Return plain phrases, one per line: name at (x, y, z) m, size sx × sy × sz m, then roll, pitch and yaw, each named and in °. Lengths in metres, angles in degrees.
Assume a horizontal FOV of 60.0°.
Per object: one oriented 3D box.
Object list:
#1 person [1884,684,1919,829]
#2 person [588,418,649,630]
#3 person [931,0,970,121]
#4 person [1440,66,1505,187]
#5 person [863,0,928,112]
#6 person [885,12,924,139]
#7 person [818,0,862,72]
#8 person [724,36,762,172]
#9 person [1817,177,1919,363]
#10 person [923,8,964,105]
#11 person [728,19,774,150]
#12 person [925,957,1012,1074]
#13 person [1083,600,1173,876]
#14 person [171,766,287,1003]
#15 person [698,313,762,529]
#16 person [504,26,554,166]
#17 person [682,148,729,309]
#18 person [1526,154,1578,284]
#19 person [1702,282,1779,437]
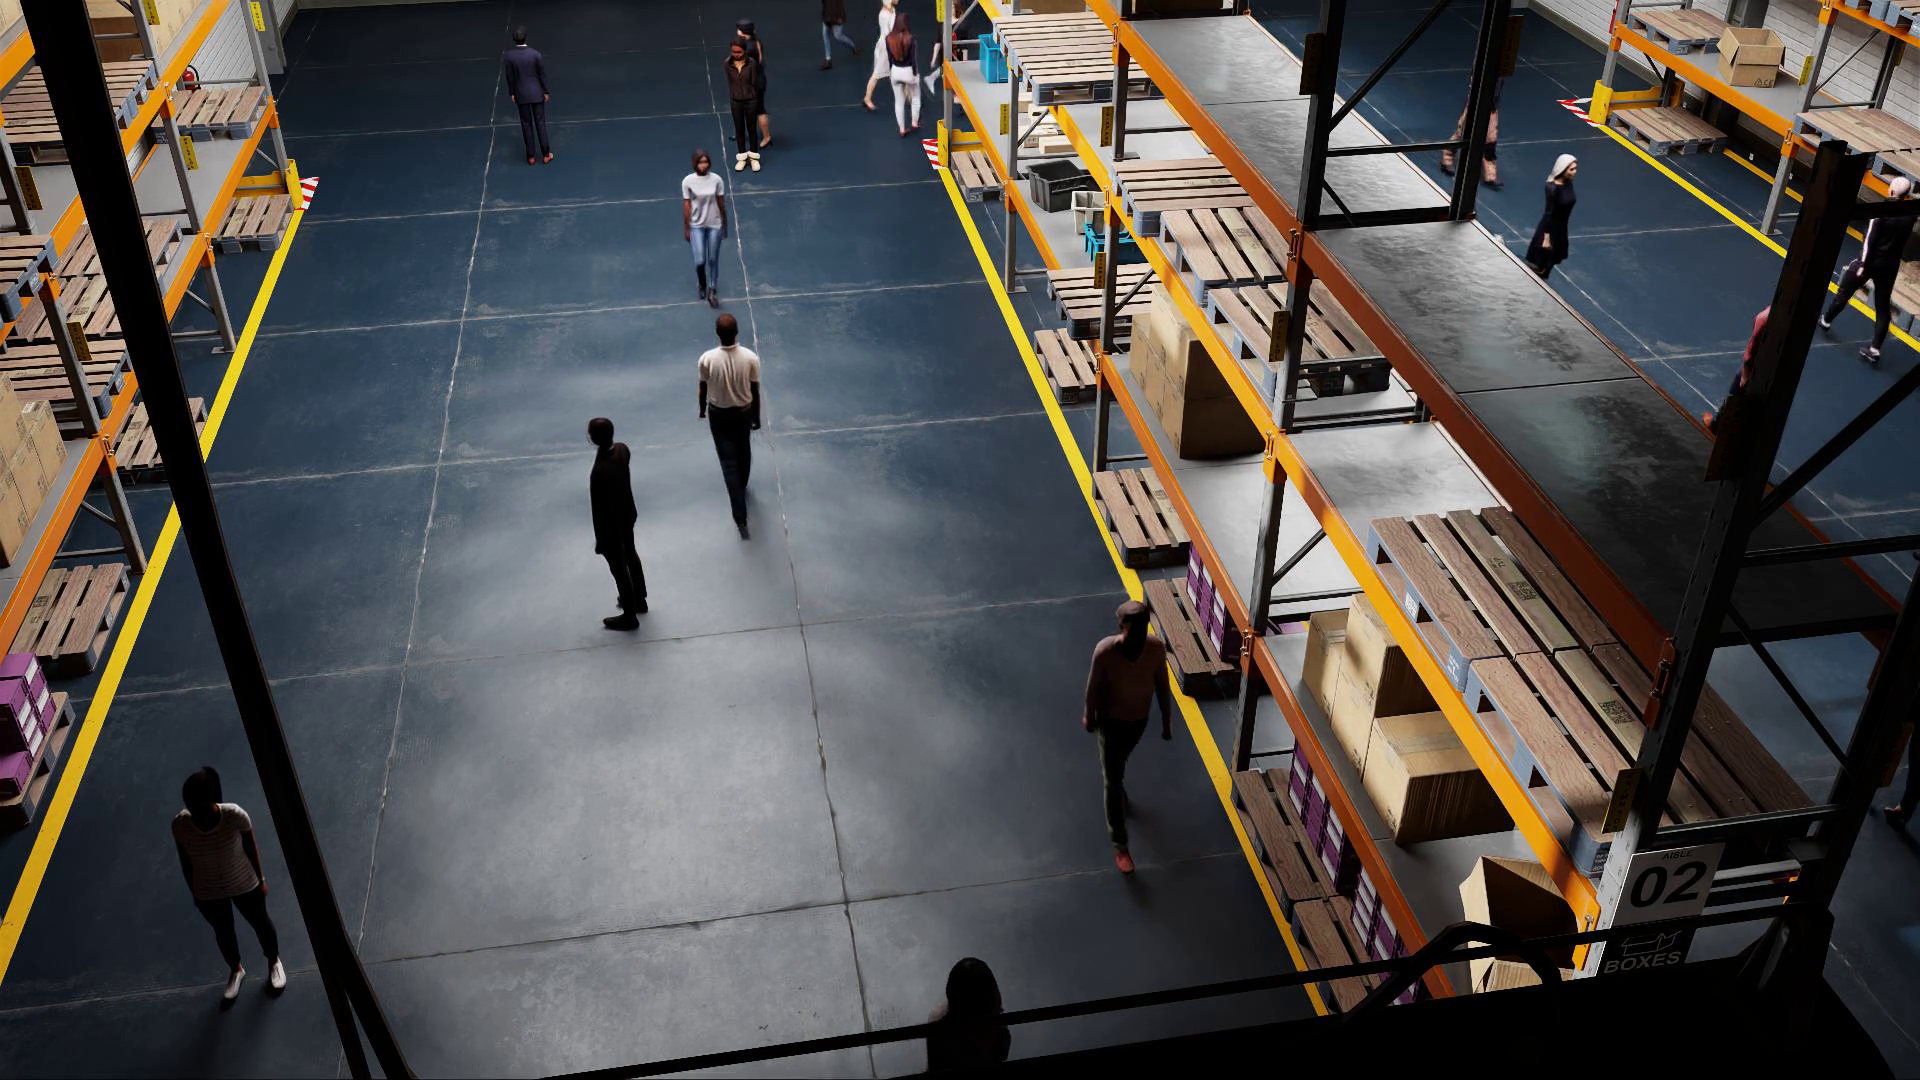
person at (6.264, 1.151, 10.733) m, size 0.591 × 1.716 × 0.756 m, roll -7°, pitch 34°, yaw -10°
person at (-2.600, -0.137, 12.594) m, size 0.794 × 1.802 × 0.645 m, roll 7°, pitch 34°, yaw 11°
person at (-0.078, -6.355, 22.077) m, size 1.021 × 1.660 × 1.096 m, roll 20°, pitch 38°, yaw 27°
person at (6.292, -5.280, 20.339) m, size 0.837 × 1.793 × 1.232 m, roll -13°, pitch 36°, yaw -18°
person at (-1.068, -6.546, 22.332) m, size 1.014 × 1.695 × 1.133 m, roll 11°, pitch 35°, yaw 16°
person at (-0.760, -6.018, 21.631) m, size 0.726 × 1.591 × 0.787 m, roll 10°, pitch 35°, yaw 15°
person at (-1.778, -7.620, 24.020) m, size 0.981 × 1.614 × 1.007 m, roll -26°, pitch 42°, yaw -34°
person at (-2.698, -5.468, 20.742) m, size 0.594 × 1.660 × 0.644 m, roll -2°, pitch 34°, yaw -4°
person at (9.061, -2.608, 16.337) m, size 0.704 × 1.773 × 1.211 m, roll -5°, pitch 34°, yaw -7°
person at (-0.193, -6.794, 22.668) m, size 0.964 × 1.736 × 0.989 m, roll 12°, pitch 35°, yaw 17°
person at (-2.573, -5.782, 21.222) m, size 0.911 × 1.651 × 0.908 m, roll 5°, pitch 34°, yaw 8°
person at (0.012, 2.706, 8.496) m, size 0.749 × 1.604 × 0.783 m, roll -23°, pitch 40°, yaw -30°
person at (1.029, 1.102, 10.713) m, size 0.759 × 1.820 × 1.266 m, roll -8°, pitch 34°, yaw -12°
person at (-4.218, 1.965, 9.574) m, size 0.580 × 1.643 × 0.534 m, roll -8°, pitch 34°, yaw -12°
person at (-1.901, -0.962, 13.822) m, size 0.755 × 1.816 × 1.235 m, roll -8°, pitch 34°, yaw -12°
person at (-5.398, -5.565, 20.828) m, size 0.631 × 1.727 × 0.514 m, roll -6°, pitch 34°, yaw -9°
person at (-2.677, -3.293, 17.417) m, size 0.651 × 1.717 × 0.689 m, roll -10°, pitch 35°, yaw -14°
person at (6.100, -3.144, 17.169) m, size 0.711 × 1.744 × 0.738 m, roll -28°, pitch 43°, yaw -35°
person at (7.089, -1.409, 14.532) m, size 0.784 × 1.775 × 1.252 m, roll -3°, pitch 34°, yaw -4°
